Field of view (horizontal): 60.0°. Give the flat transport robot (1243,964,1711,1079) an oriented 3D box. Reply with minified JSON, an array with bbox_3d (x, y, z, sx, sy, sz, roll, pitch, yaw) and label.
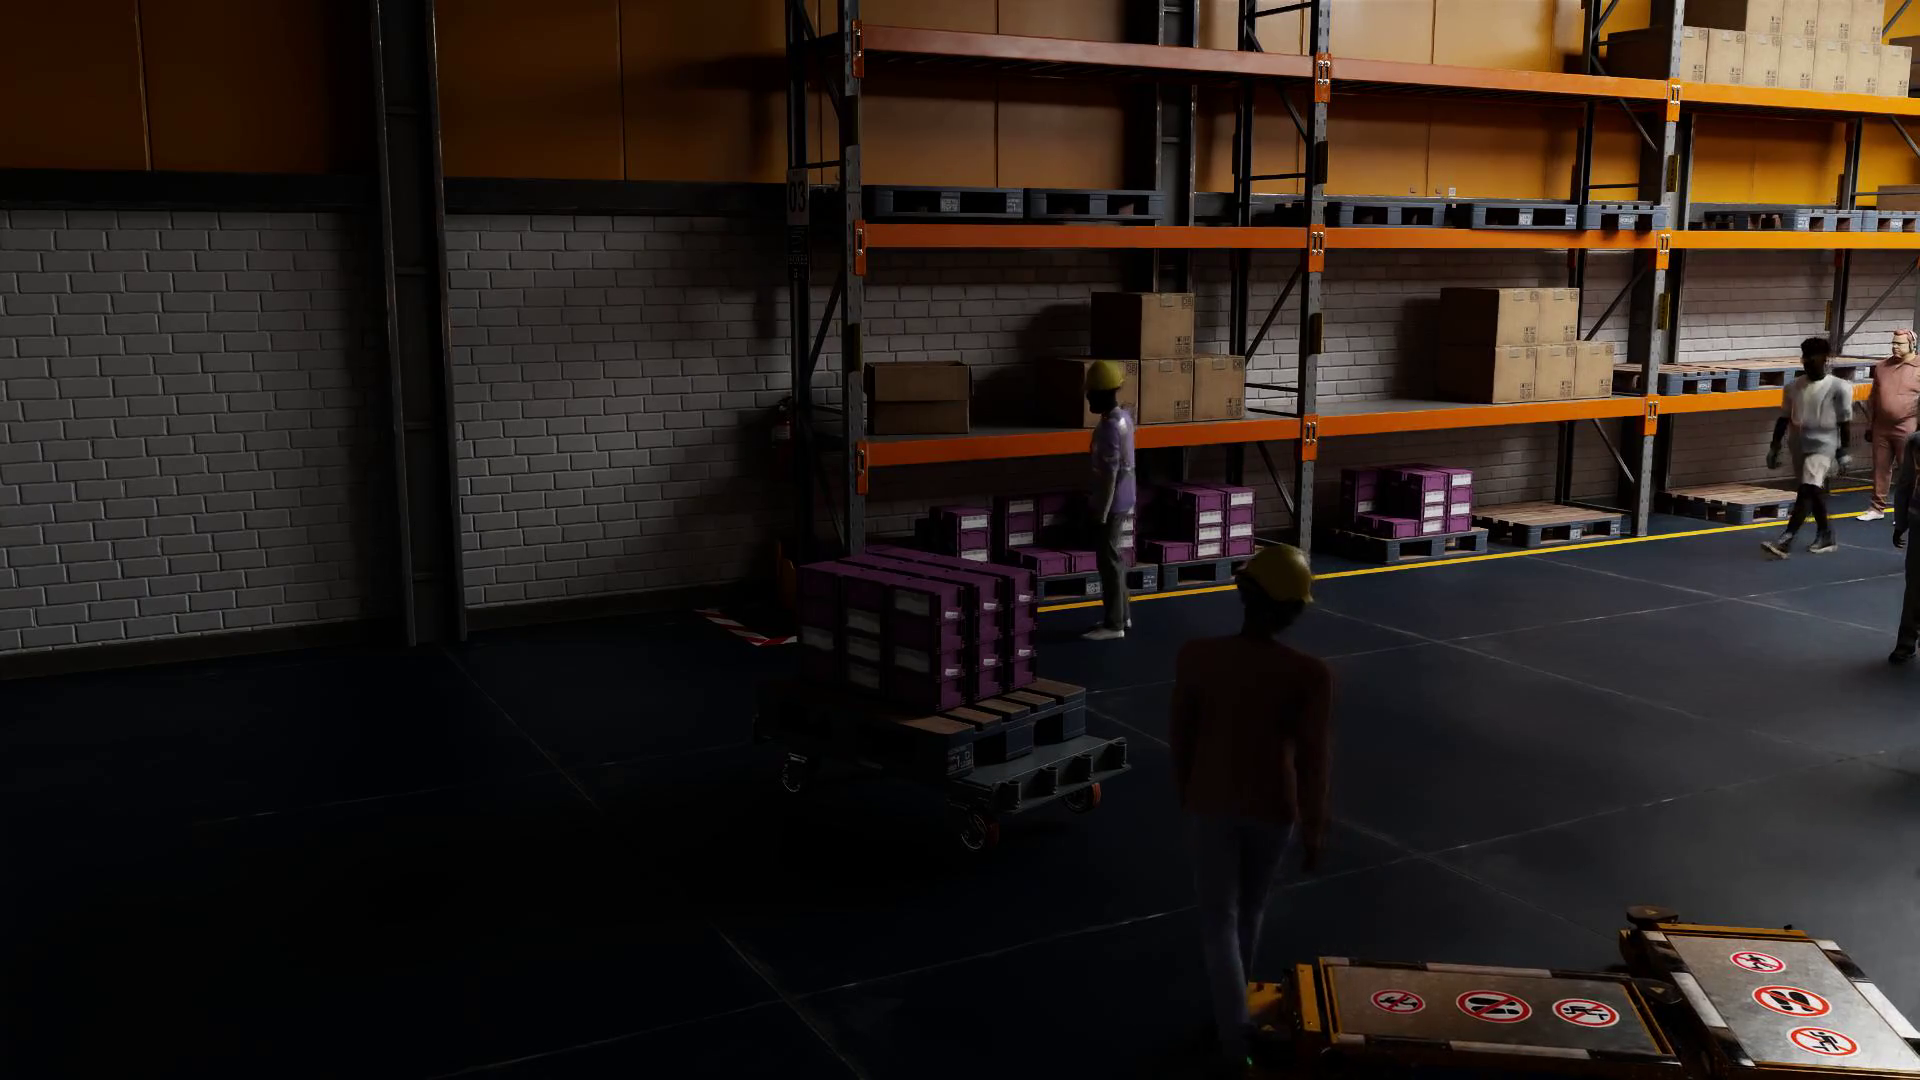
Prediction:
[{"bbox_3d":[1.633,1.592,5.368,1.431,0.197,0.652,1,10,8],"label":"flat transport robot"}]

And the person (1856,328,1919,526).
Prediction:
[{"bbox_3d":[9.071,-1.090,16.108,0.401,1.906,0.649,-5,11,-28],"label":"person"}]

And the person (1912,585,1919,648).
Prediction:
[{"bbox_3d":[5.253,0.325,8.588,0.543,1.679,0.468,9,14,44],"label":"person"}]

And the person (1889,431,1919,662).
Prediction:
[{"bbox_3d":[6.270,-0.094,10.590,0.599,1.827,0.404,8,13,39],"label":"person"}]

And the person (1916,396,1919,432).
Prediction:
[{"bbox_3d":[8.156,-0.627,13.709,0.562,1.814,0.999,10,14,44],"label":"person"}]

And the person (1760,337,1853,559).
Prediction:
[{"bbox_3d":[7.314,-0.797,14.407,1.017,1.902,0.622,-5,11,-26],"label":"person"}]

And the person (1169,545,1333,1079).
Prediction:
[{"bbox_3d":[0.924,0.869,5.369,0.516,1.726,0.639,2,10,9],"label":"person"}]

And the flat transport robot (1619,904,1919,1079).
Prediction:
[{"bbox_3d":[2.696,1.572,5.484,0.652,0.197,1.431,1,10,8],"label":"flat transport robot"}]

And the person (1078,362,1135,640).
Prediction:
[{"bbox_3d":[1.016,-0.261,11.357,0.421,1.906,0.705,1,10,8],"label":"person"}]
